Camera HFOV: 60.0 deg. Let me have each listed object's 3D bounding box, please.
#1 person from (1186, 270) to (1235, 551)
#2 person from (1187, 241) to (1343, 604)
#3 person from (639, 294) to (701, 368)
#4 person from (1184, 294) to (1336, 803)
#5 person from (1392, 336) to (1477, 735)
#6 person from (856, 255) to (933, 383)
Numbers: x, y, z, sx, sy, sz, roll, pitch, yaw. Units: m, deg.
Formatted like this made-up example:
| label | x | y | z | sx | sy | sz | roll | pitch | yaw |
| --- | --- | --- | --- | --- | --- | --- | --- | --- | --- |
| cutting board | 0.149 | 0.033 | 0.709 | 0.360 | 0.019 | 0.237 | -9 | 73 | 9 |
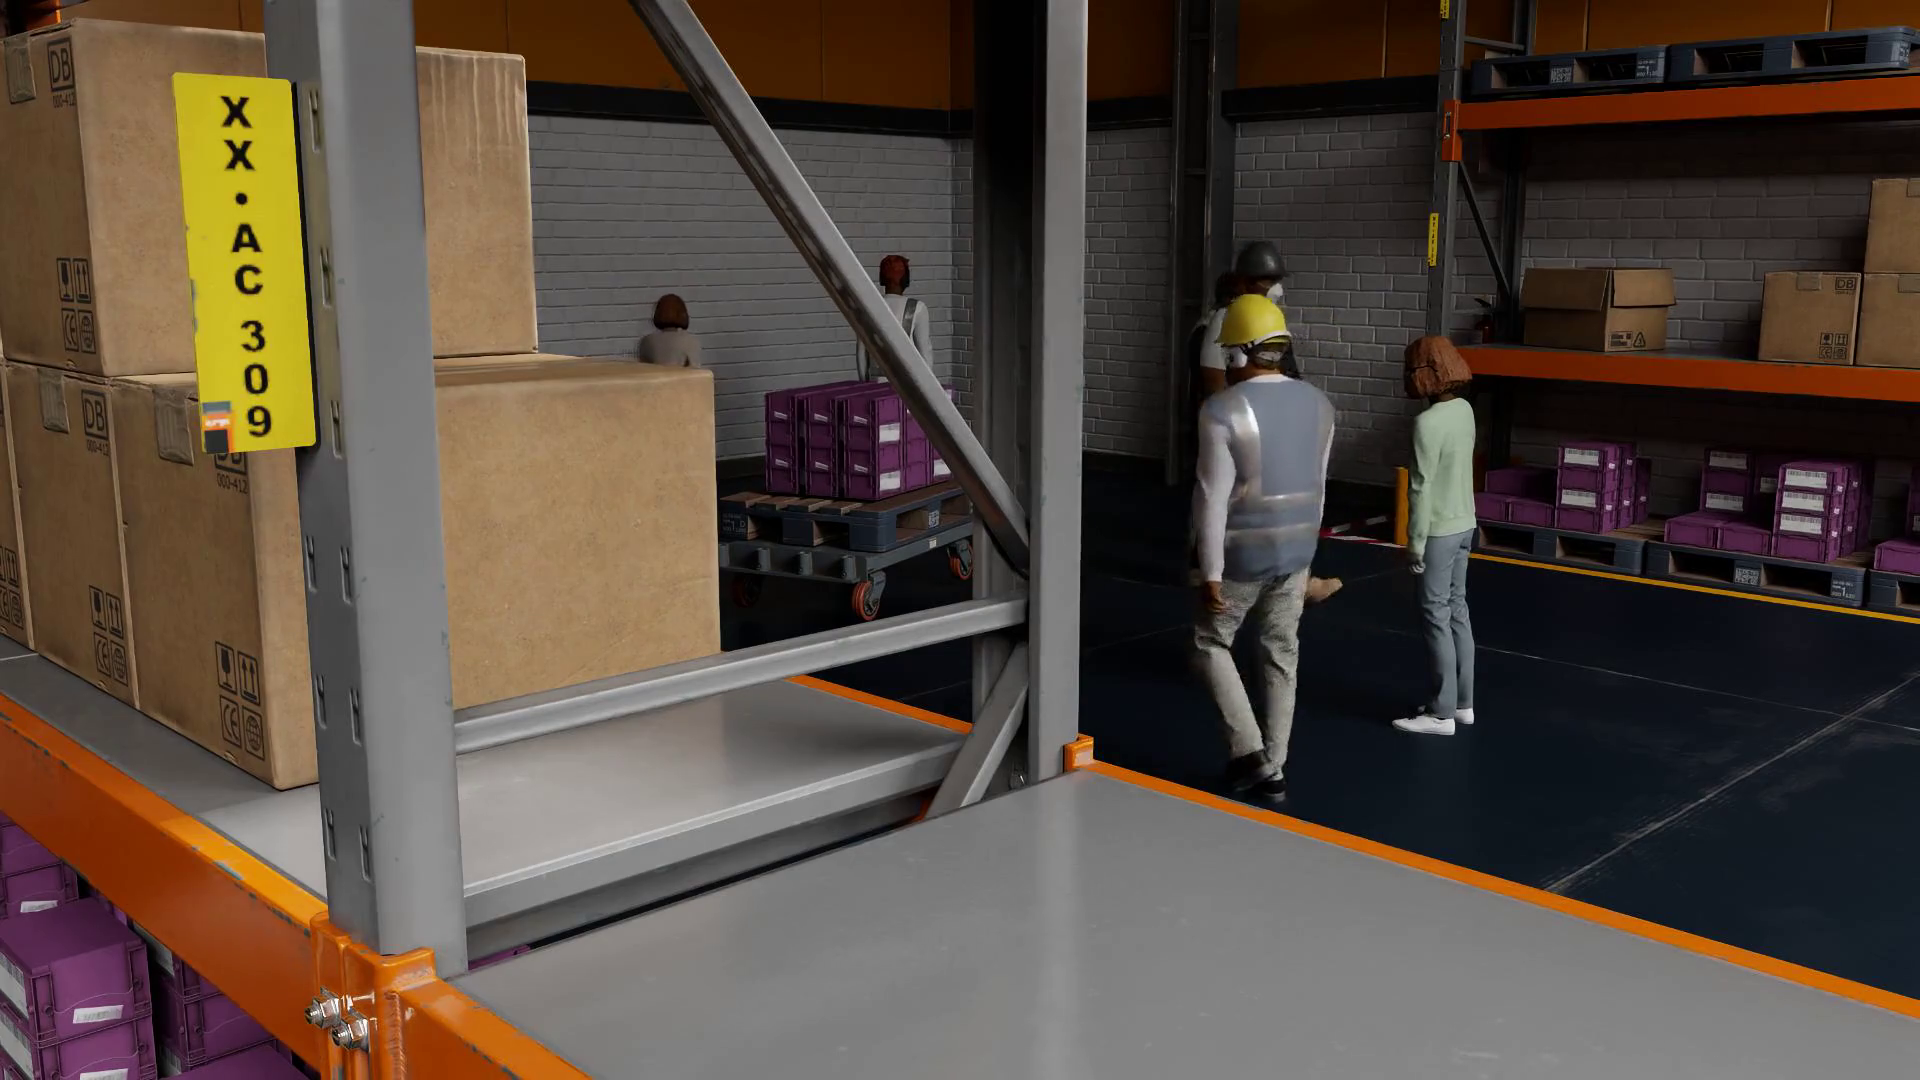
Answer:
| label | x | y | z | sx | sy | sz | roll | pitch | yaw |
| --- | --- | --- | --- | --- | --- | --- | --- | --- | --- |
| person | 1.626 | -0.766 | 10.395 | 0.559 | 1.814 | 0.666 | 7 | 12 | 33 |
| person | 1.681 | -0.671 | 9.204 | 1.002 | 2.000 | 0.697 | 6 | 12 | 32 |
| person | -1.971 | -0.885 | 11.503 | 0.521 | 1.612 | 0.508 | 4 | 11 | 21 |
| person | 1.052 | 0.045 | 5.901 | 0.609 | 1.814 | 0.418 | -5 | 12 | -28 |
| person | 1.944 | -0.015 | 6.785 | 0.308 | 1.624 | 0.495 | 8 | 13 | 38 |
| person | -0.455 | -1.076 | 11.843 | 0.575 | 1.883 | 0.355 | 4 | 11 | 21 |
